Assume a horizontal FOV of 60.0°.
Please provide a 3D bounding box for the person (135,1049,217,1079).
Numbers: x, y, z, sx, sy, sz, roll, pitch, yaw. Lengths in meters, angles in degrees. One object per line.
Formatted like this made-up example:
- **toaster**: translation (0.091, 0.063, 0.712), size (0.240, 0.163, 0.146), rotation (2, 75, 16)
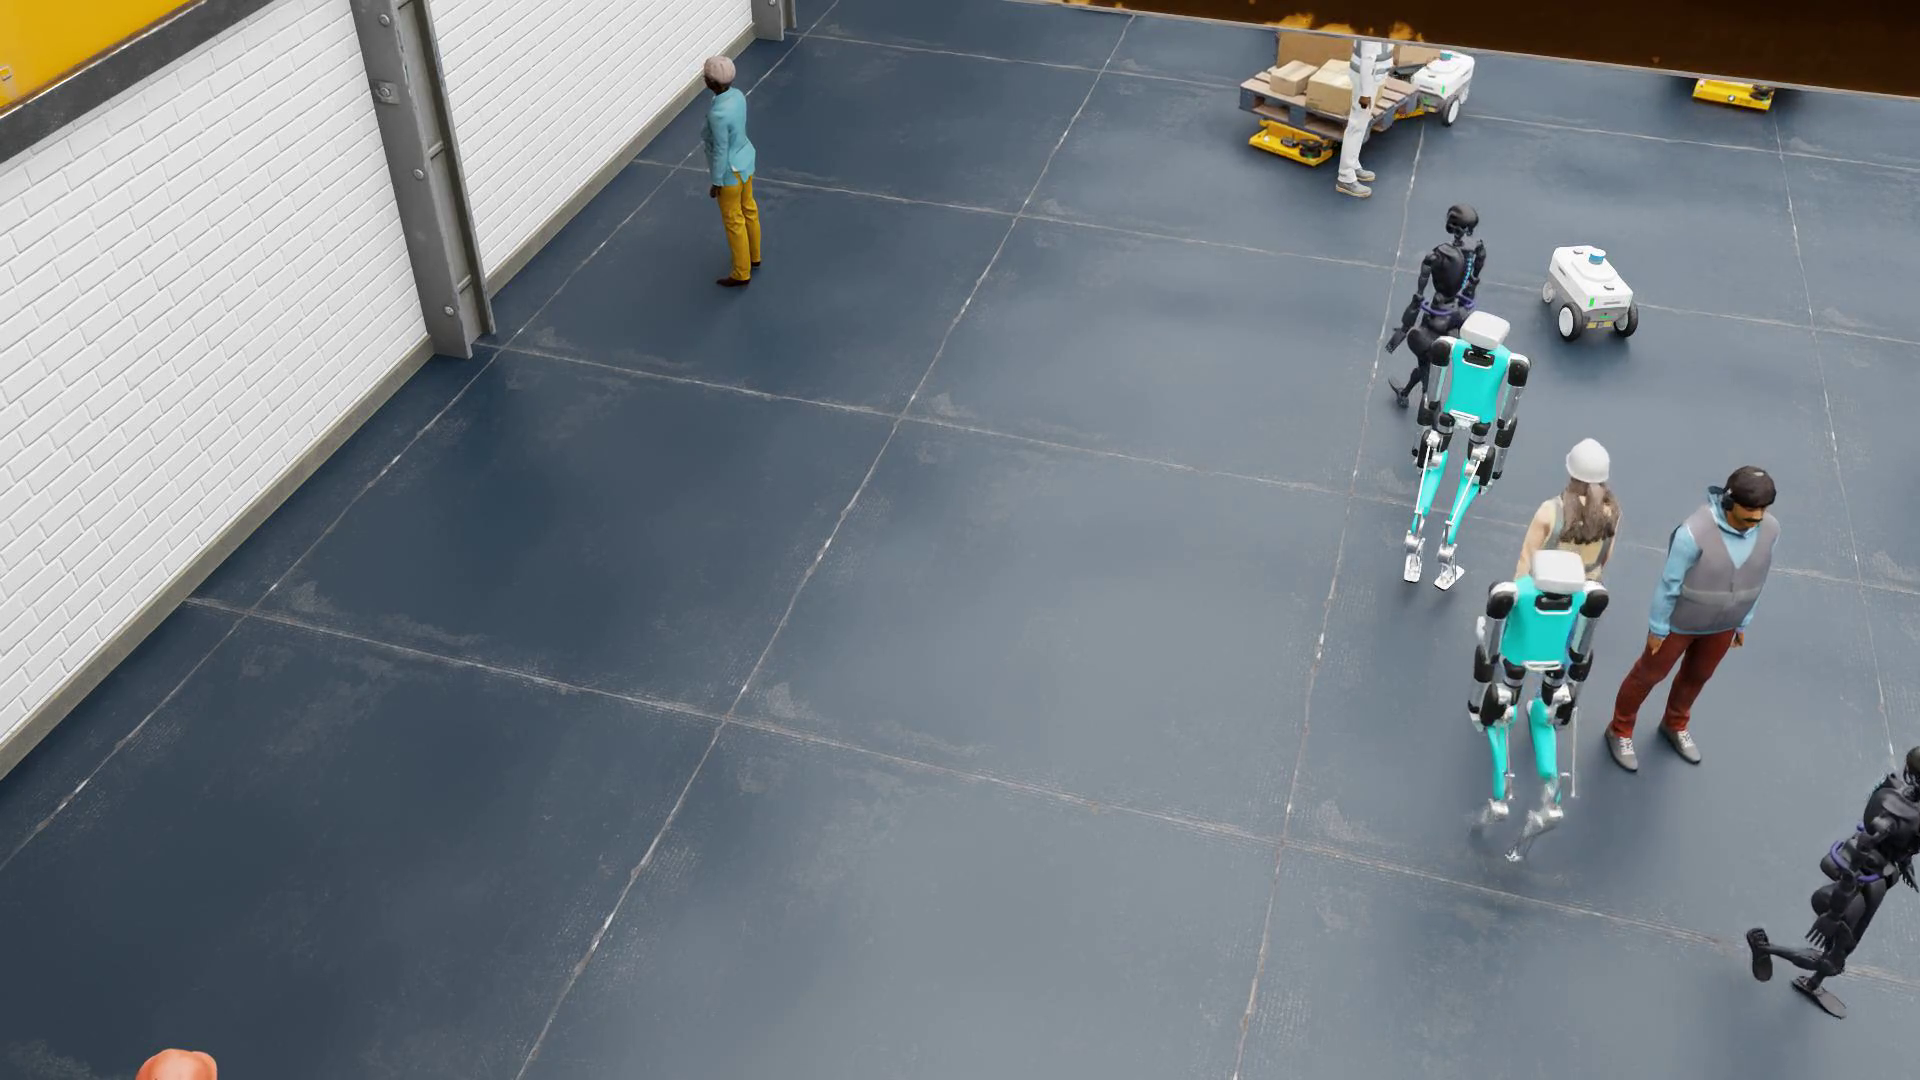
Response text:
- **person**: translation (-2.468, 2.379, 5.716), size (0.546, 1.937, 0.356), rotation (-4, 39, -5)

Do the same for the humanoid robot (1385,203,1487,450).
- **humanoid robot**: translation (3.021, -1.416, 10.666), size (0.599, 1.634, 0.744), rotation (-19, 43, -22)

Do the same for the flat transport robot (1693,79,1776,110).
- **flat transport robot**: translation (7.287, -4.402, 15.480), size (0.659, 0.231, 1.431), rotation (18, 42, 21)

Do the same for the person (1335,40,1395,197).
- **person**: translation (3.281, -3.695, 13.312), size (0.345, 1.882, 0.583), rotation (12, 40, 14)

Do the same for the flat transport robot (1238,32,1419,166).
- **flat transport robot**: translation (3.209, -3.677, 14.579), size (0.659, 0.231, 1.431), rotation (29, 47, 31)

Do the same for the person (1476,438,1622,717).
- **person**: translation (3.084, 0.164, 8.661), size (0.523, 1.682, 0.870), rotation (-1, 39, -1)

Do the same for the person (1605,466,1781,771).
- **person**: translation (3.651, 0.378, 8.262), size (0.527, 1.870, 0.416), rotation (-5, 39, -7)

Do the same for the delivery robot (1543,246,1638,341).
- **delivery robot**: translation (4.551, -1.800, 12.024), size (0.499, 0.606, 0.794), rotation (-5, 39, -6)

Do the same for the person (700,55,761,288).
- **person**: translation (-1.689, -2.695, 12.170), size (0.344, 1.755, 0.524), rotation (10, 40, 12)

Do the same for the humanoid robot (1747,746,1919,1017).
- **humanoid robot**: translation (3.832, 1.411, 7.128), size (0.609, 1.645, 0.433), rotation (-23, 44, -26)

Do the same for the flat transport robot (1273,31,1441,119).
- **flat transport robot**: translation (3.614, -4.218, 15.251), size (0.659, 0.231, 1.431), rotation (-11, 40, -14)

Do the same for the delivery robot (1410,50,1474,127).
- **delivery robot**: translation (4.278, -4.058, 14.838), size (0.499, 0.613, 0.807), rotation (24, 45, 27)

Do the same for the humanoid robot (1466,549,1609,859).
- **humanoid robot**: translation (2.653, 0.896, 7.736), size (0.552, 1.811, 0.695), rotation (0, 39, 0)

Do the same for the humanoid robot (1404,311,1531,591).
- **humanoid robot**: translation (2.710, -0.395, 9.218), size (0.533, 1.677, 0.735), rotation (19, 43, 22)
